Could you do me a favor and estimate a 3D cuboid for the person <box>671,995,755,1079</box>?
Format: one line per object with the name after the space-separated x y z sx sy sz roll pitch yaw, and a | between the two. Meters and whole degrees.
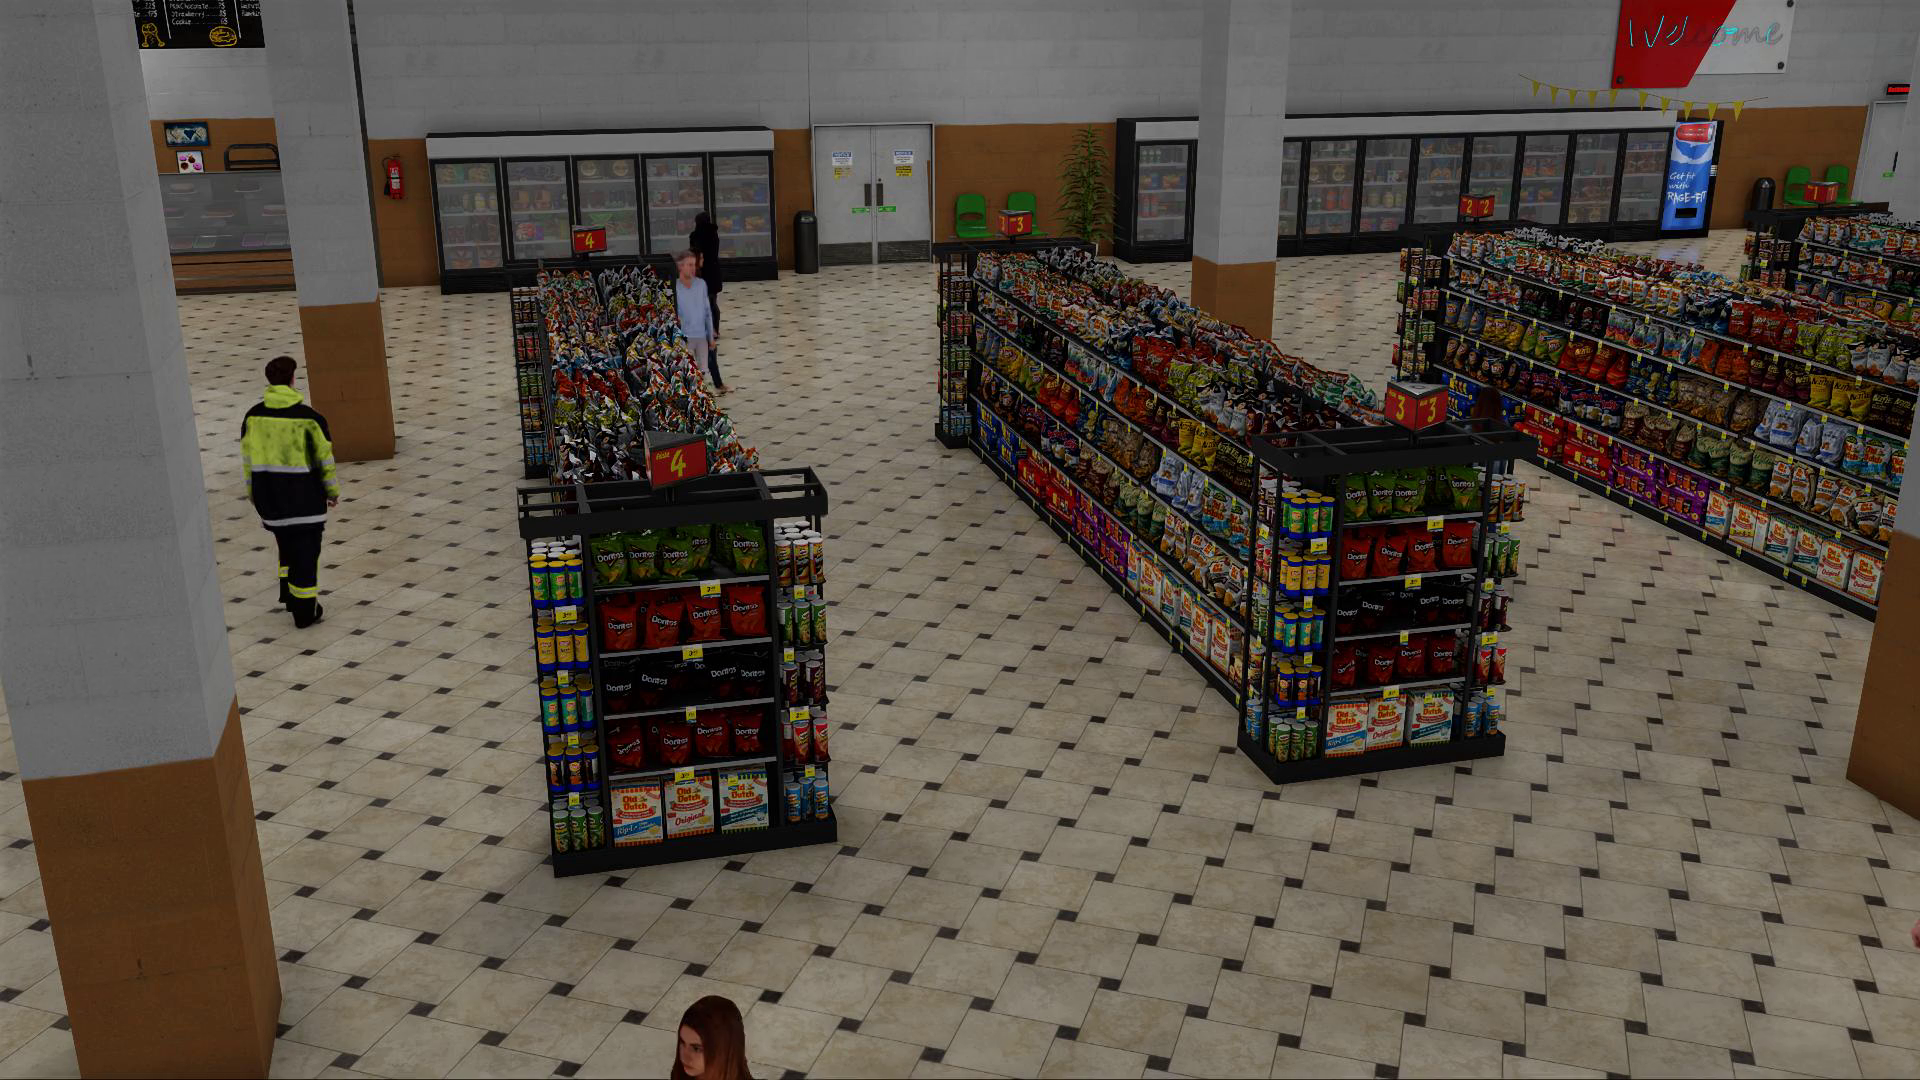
-0.685 2.113 5.166 0.921 1.686 0.965 -17 25 -42 | person

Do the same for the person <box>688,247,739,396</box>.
-3.047 -2.384 18.476 0.826 1.703 0.943 1 19 2 | person

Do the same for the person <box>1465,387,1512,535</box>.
4.152 -0.494 13.226 0.568 1.477 0.500 -4 19 -12 | person

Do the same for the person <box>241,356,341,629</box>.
-4.834 -0.317 11.924 0.886 1.972 0.853 1 19 3 | person

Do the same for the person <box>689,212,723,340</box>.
-3.294 -3.431 21.625 0.856 1.675 0.775 7 20 19 | person

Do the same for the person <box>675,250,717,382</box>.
-2.859 -2.074 17.283 0.832 1.878 0.897 -17 25 -42 | person
